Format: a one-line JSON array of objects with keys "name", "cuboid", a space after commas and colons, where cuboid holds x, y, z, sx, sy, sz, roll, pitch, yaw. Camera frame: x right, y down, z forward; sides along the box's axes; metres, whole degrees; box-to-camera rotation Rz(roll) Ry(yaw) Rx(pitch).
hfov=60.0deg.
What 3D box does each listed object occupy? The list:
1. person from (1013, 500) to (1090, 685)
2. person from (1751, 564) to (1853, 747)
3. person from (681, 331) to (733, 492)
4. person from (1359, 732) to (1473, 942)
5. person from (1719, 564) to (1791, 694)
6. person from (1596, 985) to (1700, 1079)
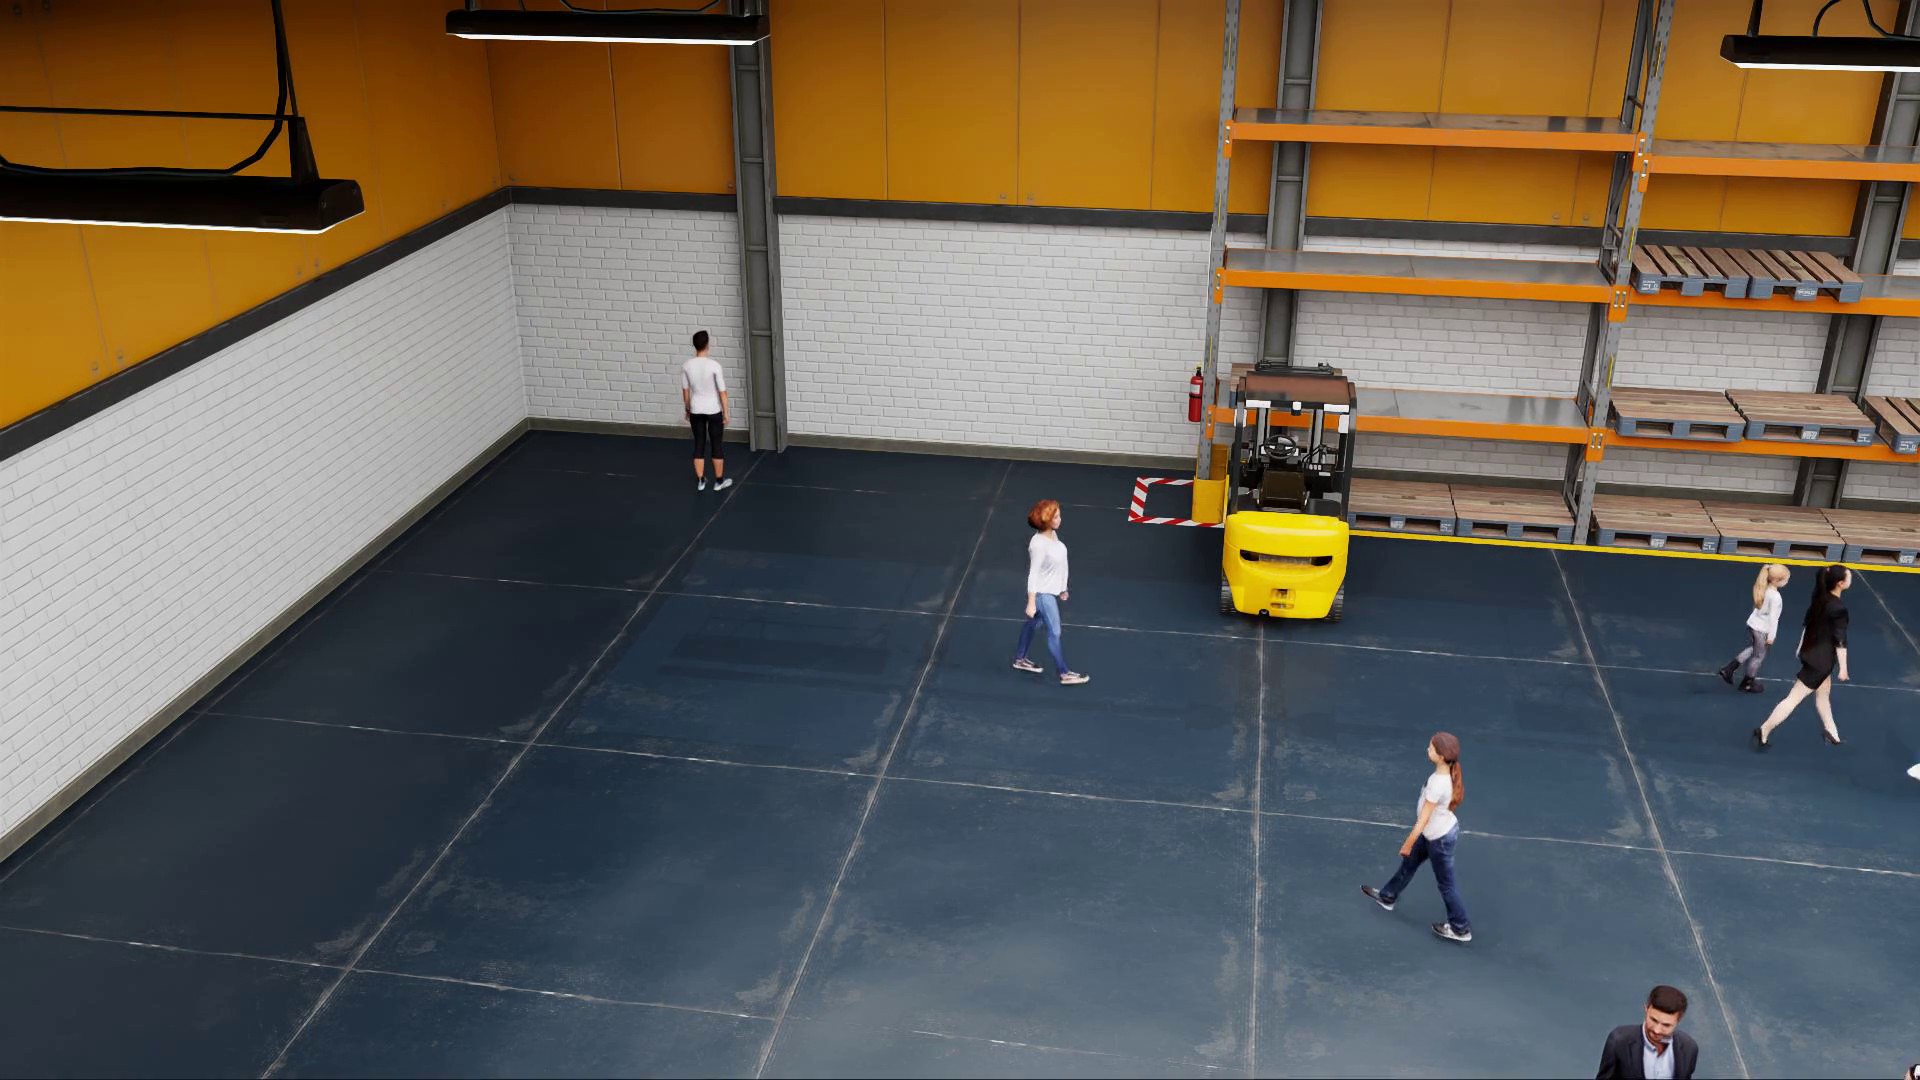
[{"name": "person", "cuboid": [0.645, 0.435, 14.679, 1.037, 1.689, 0.766, 8, 25, 18]}, {"name": "person", "cuboid": [6.842, 0.992, 13.448, 1.064, 1.653, 0.716, 0, 24, 1]}, {"name": "person", "cuboid": [-2.880, -1.461, 18.814, 0.476, 1.851, 0.733, 5, 24, 11]}, {"name": "person", "cuboid": [3.288, 2.032, 11.239, 1.109, 1.517, 0.813, 14, 27, 29]}, {"name": "person", "cuboid": [6.888, 0.770, 14.443, 0.678, 1.265, 0.574, -1, 24, -3]}, {"name": "person", "cuboid": [3.456, 3.034, 8.516, 0.530, 1.863, 0.708, 1, 24, 3]}]
